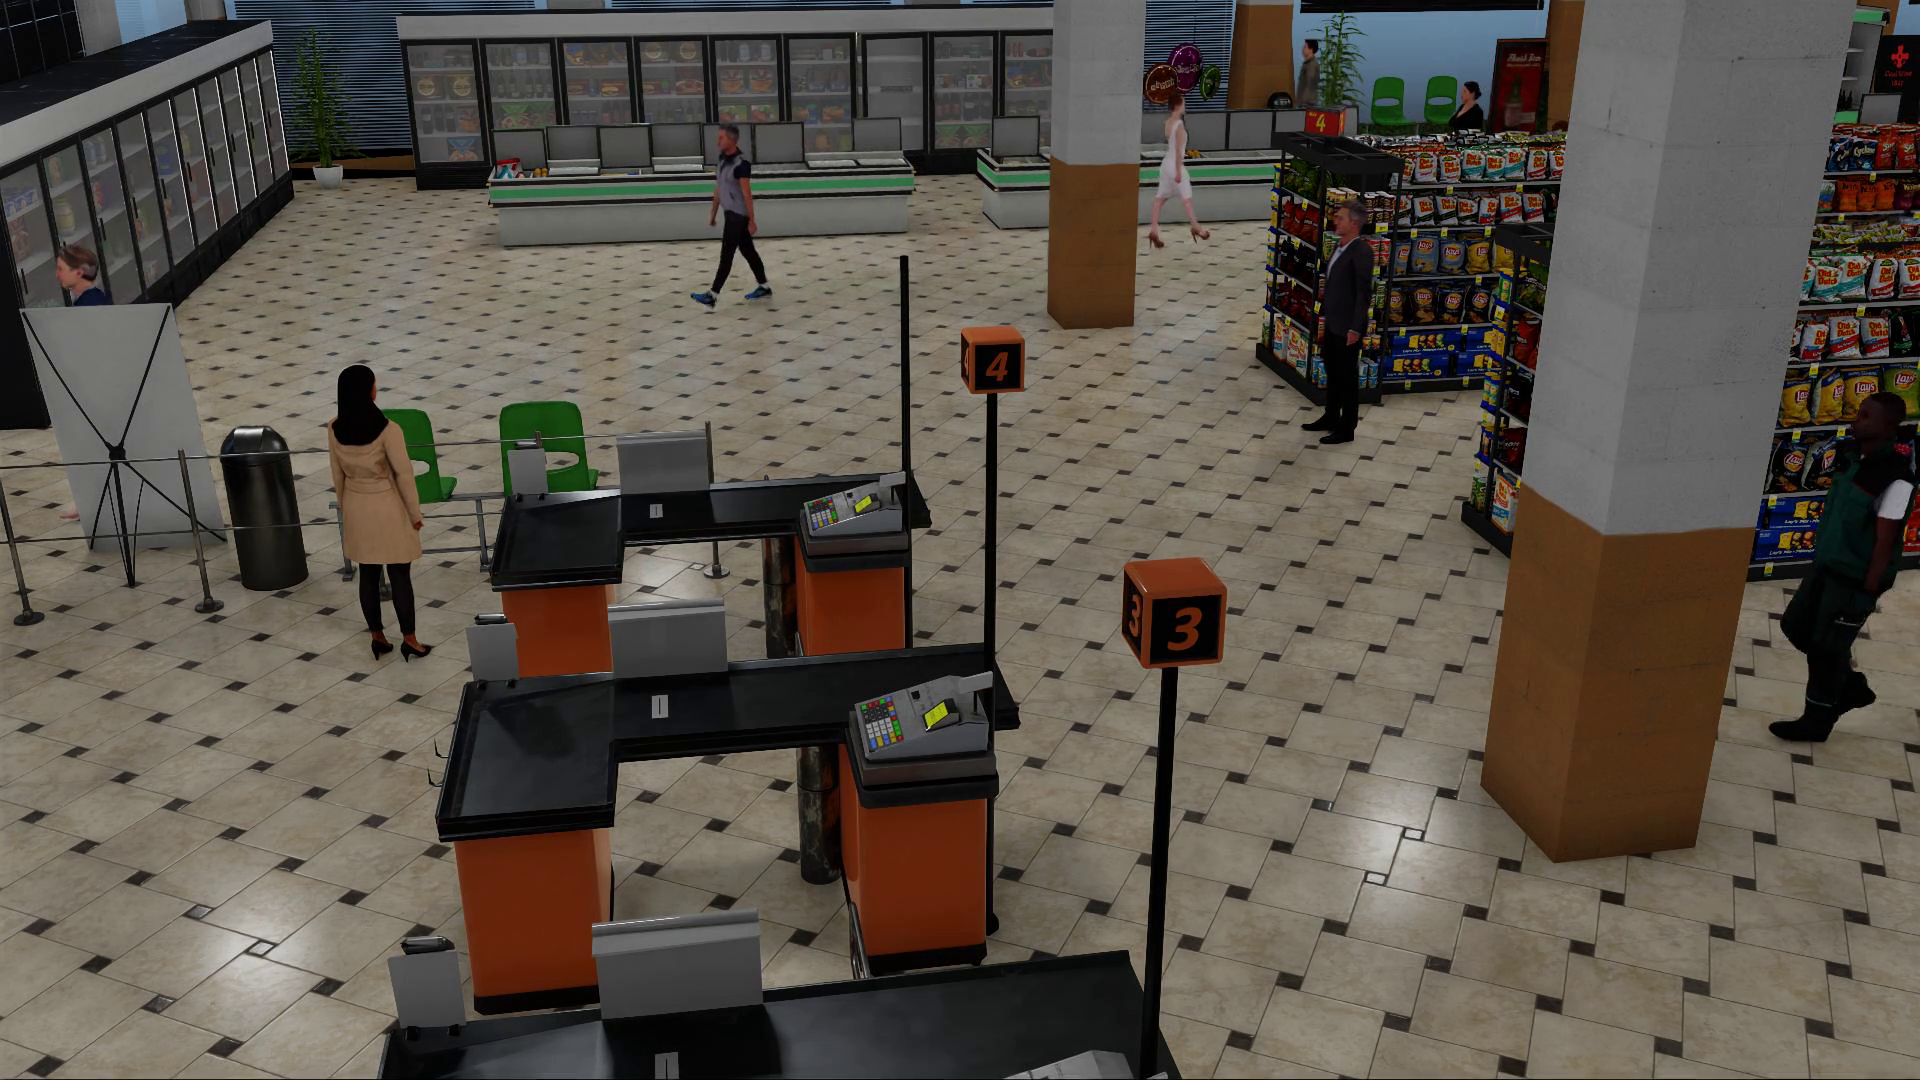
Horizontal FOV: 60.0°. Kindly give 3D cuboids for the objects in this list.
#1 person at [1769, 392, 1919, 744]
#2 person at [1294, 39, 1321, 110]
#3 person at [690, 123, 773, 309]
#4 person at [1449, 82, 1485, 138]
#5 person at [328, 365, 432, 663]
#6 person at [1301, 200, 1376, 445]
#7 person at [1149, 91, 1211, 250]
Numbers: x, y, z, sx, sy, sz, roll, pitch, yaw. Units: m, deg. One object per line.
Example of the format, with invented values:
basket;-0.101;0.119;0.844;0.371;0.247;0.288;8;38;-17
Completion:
person;4.401;0.159;8.083;0.819;1.832;0.774;1;22;3
person;5.106;-6.278;24.080;1.097;1.848;0.856;2;22;5
person;-2.127;-3.197;16.508;1.283;1.776;1.010;-13;25;-29
person;6.233;-4.652;20.207;1.068;1.719;0.694;-5;22;-11
person;-3.151;-0.130;9.002;0.602;1.682;0.761;5;22;12
person;2.906;-1.663;12.603;0.569;1.841;0.689;-4;22;-9
person;2.339;-4.188;18.992;1.033;1.763;0.706;-8;23;-18
